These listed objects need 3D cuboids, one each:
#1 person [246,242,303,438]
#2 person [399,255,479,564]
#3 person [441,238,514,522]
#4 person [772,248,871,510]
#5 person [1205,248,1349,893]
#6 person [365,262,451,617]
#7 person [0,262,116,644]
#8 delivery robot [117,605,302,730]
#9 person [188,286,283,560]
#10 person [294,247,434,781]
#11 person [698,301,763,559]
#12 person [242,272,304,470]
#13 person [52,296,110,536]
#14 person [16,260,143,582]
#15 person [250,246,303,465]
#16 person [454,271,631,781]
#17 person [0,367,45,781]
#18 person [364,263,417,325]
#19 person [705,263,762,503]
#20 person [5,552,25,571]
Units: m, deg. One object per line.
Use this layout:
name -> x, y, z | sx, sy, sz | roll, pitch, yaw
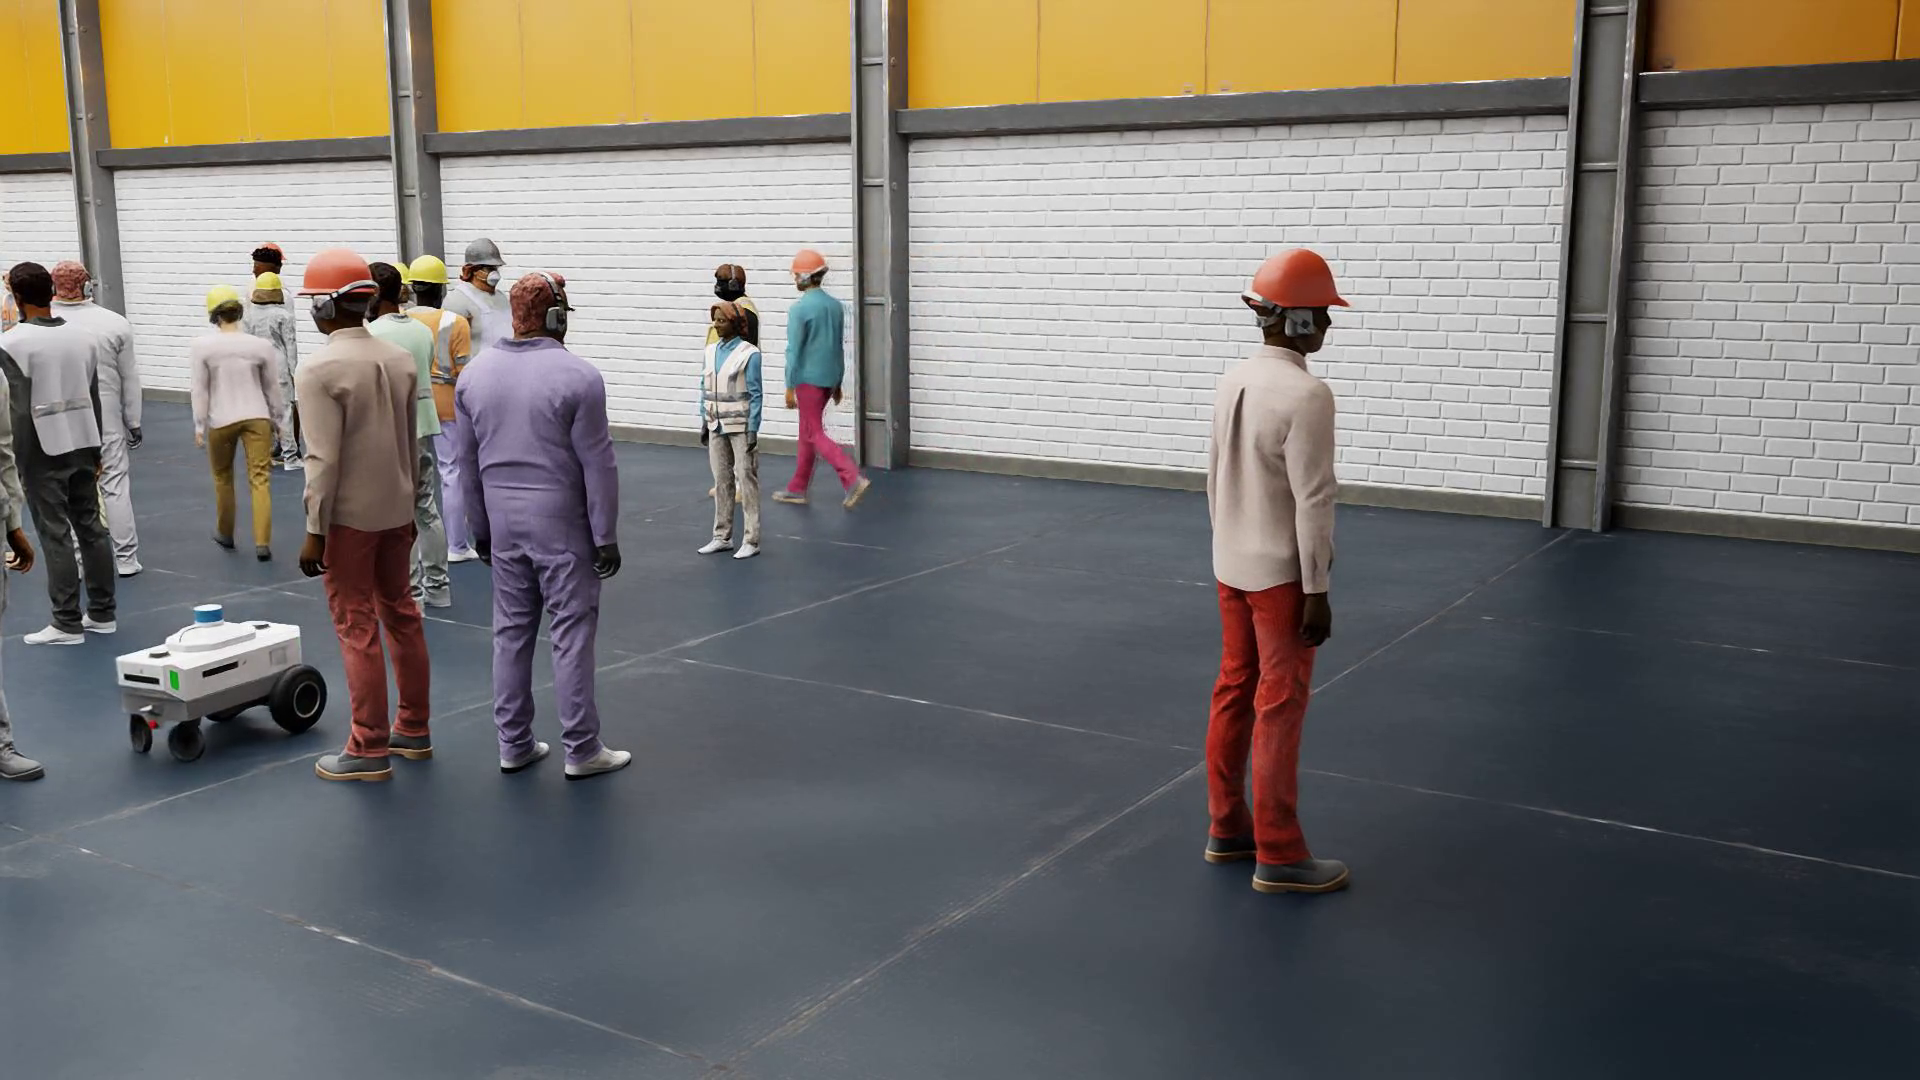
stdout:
person -> -7.066, -2.049, 17.112 | 0.614, 1.993, 0.395 | 7, 12, 34
person -> -3.295, -0.805, 10.402 | 0.594, 1.926, 0.367 | 1, 10, 7
person -> -3.349, -1.139, 11.939 | 0.537, 2.000, 0.683 | 4, 11, 20
person -> -1.056, -1.208, 12.542 | 0.939, 1.964, 0.631 | 6, 12, 30
person -> 0.997, 0.095, 5.230 | 0.394, 1.994, 0.612 | -4, 11, -20
person -> -3.009, -0.521, 8.966 | 0.390, 1.885, 0.584 | 3, 11, 15
person -> -4.531, -0.426, 8.348 | 0.391, 1.914, 0.590 | 3, 11, 15
delivery robot -> -3.006, 0.505, 6.689 | 0.477, 0.478, 0.707 | 4, 11, 22
person -> -4.657, -0.759, 10.704 | 0.560, 1.717, 0.873 | -7, 12, -32
person -> -2.268, -0.092, 6.266 | 0.396, 1.992, 0.623 | 3, 11, 18
person -> -1.460, -0.702, 10.635 | 0.514, 1.641, 0.307 | 8, 13, 37
person -> -6.051, -1.483, 14.674 | 0.488, 1.744, 0.296 | 2, 10, 9
person -> -5.989, -0.882, 11.310 | 0.327, 1.753, 0.562 | -8, 13, -39
person -> -5.219, -0.702, 9.894 | 0.651, 1.906, 0.404 | -6, 12, -30
person -> -6.204, -1.668, 15.078 | 0.368, 1.966, 0.603 | -8, 13, -37
person -> -1.553, -0.050, 6.279 | 0.652, 1.906, 0.403 | 4, 11, 21
person -> -3.680, -0.024, 6.045 | 0.399, 1.939, 0.602 | 5, 11, 26
person -> -4.881, -1.487, 14.477 | 0.403, 1.825, 0.594 | 5, 11, 26
person -> -1.760, -1.215, 12.914 | 0.429, 1.844, 0.626 | -4, 11, -21
person -> -5.987, -0.709, 10.146 | 0.346, 1.834, 0.518 | -6, 12, -32
